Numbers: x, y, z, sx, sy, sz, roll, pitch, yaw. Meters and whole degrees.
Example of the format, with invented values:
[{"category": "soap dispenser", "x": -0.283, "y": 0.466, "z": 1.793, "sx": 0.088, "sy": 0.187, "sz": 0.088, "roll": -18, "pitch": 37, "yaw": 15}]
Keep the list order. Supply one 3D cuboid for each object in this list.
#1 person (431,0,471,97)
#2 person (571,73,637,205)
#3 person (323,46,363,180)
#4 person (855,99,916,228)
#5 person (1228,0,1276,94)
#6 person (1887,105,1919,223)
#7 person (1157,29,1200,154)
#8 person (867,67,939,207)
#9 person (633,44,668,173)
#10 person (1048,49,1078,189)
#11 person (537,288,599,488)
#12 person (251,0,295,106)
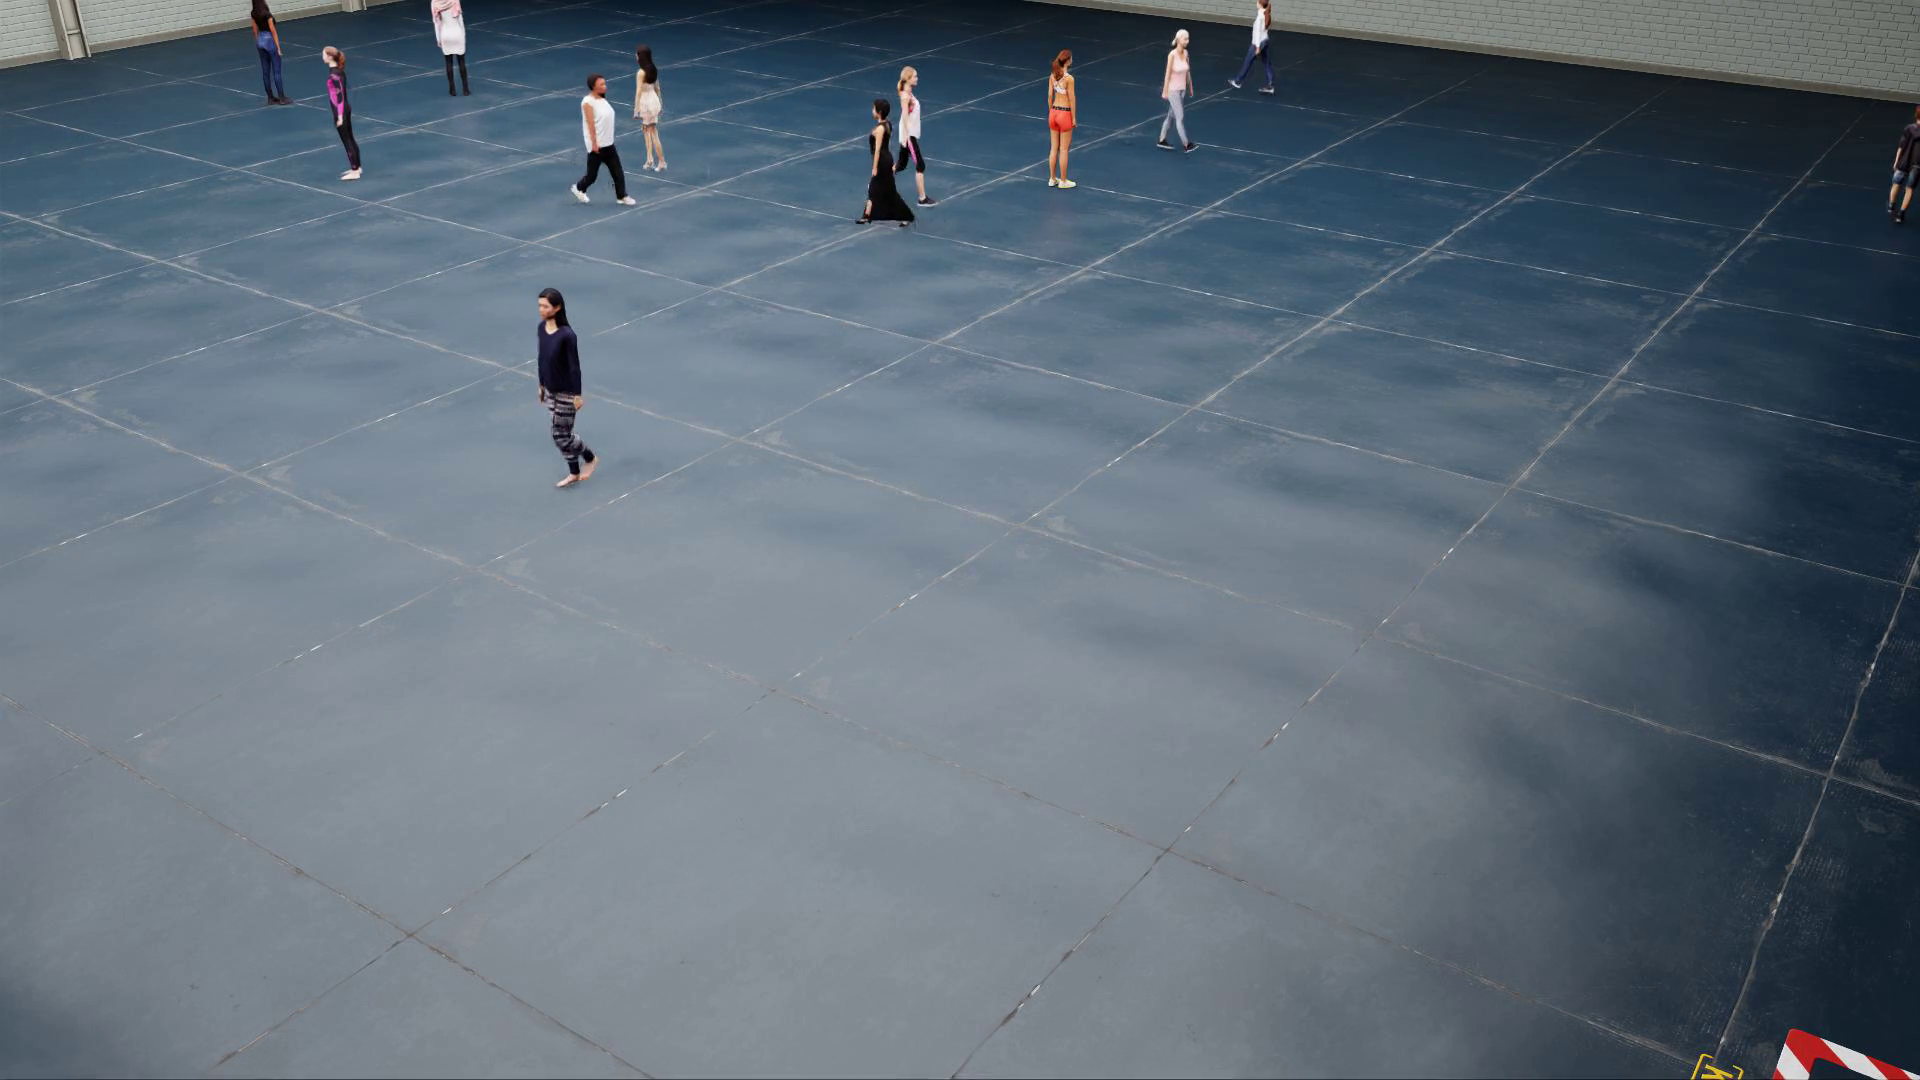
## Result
[{"category": "person", "x": -8.243, "y": -8.131, "z": 26.958, "sx": 0.710, "sy": 1.801, "sz": 0.785, "roll": -7, "pitch": 28, "yaw": -14}, {"category": "person", "x": -4.634, "y": -5.082, "z": 21.195, "sx": 0.929, "sy": 1.656, "sz": 1.092, "roll": 9, "pitch": 28, "yaw": 16}, {"category": "person", "x": -8.331, "y": -5.761, "z": 22.417, "sx": 0.716, "sy": 1.745, "sz": 0.647, "roll": -3, "pitch": 27, "yaw": -6}, {"category": "person", "x": -0.857, "y": -4.534, "z": 20.229, "sx": 0.933, "sy": 1.566, "sz": 1.031, "roll": 4, "pitch": 28, "yaw": 8}, {"category": "person", "x": 4.972, "y": -8.029, "z": 27.076, "sx": 0.680, "sy": 1.511, "sz": 1.024, "roll": 22, "pitch": 35, "yaw": 37}, {"category": "person", "x": 11.795, "y": -4.655, "z": 20.626, "sx": 0.599, "sy": 1.419, "sz": 0.898, "roll": 13, "pitch": 30, "yaw": 24}, {"category": "person", "x": 3.015, "y": -6.390, "z": 23.700, "sx": 1.032, "sy": 1.689, "sz": 0.766, "roll": -24, "pitch": 36, "yaw": -38}, {"category": "person", "x": -0.754, "y": -5.082, "z": 21.088, "sx": 1.089, "sy": 1.755, "sz": 1.150, "roll": 0, "pitch": 27, "yaw": 0}, {"category": "person", "x": -4.138, "y": -5.832, "z": 22.581, "sx": 0.723, "sy": 1.721, "sz": 0.621, "roll": 11, "pitch": 29, "yaw": 21}, {"category": "person", "x": 1.337, "y": -5.573, "z": 22.001, "sx": 0.619, "sy": 1.791, "sz": 0.579, "roll": 24, "pitch": 36, "yaw": 39}, {"category": "person", "x": -3.224, "y": -1.279, "z": 13.733, "sx": 0.643, "sy": 1.726, "sz": 0.669, "roll": 23, "pitch": 35, "yaw": 37}, {"category": "person", "x": -10.994, "y": -7.820, "z": 26.425, "sx": 0.616, "sy": 1.737, "sz": 0.608, "roll": 10, "pitch": 29, "yaw": 18}]
